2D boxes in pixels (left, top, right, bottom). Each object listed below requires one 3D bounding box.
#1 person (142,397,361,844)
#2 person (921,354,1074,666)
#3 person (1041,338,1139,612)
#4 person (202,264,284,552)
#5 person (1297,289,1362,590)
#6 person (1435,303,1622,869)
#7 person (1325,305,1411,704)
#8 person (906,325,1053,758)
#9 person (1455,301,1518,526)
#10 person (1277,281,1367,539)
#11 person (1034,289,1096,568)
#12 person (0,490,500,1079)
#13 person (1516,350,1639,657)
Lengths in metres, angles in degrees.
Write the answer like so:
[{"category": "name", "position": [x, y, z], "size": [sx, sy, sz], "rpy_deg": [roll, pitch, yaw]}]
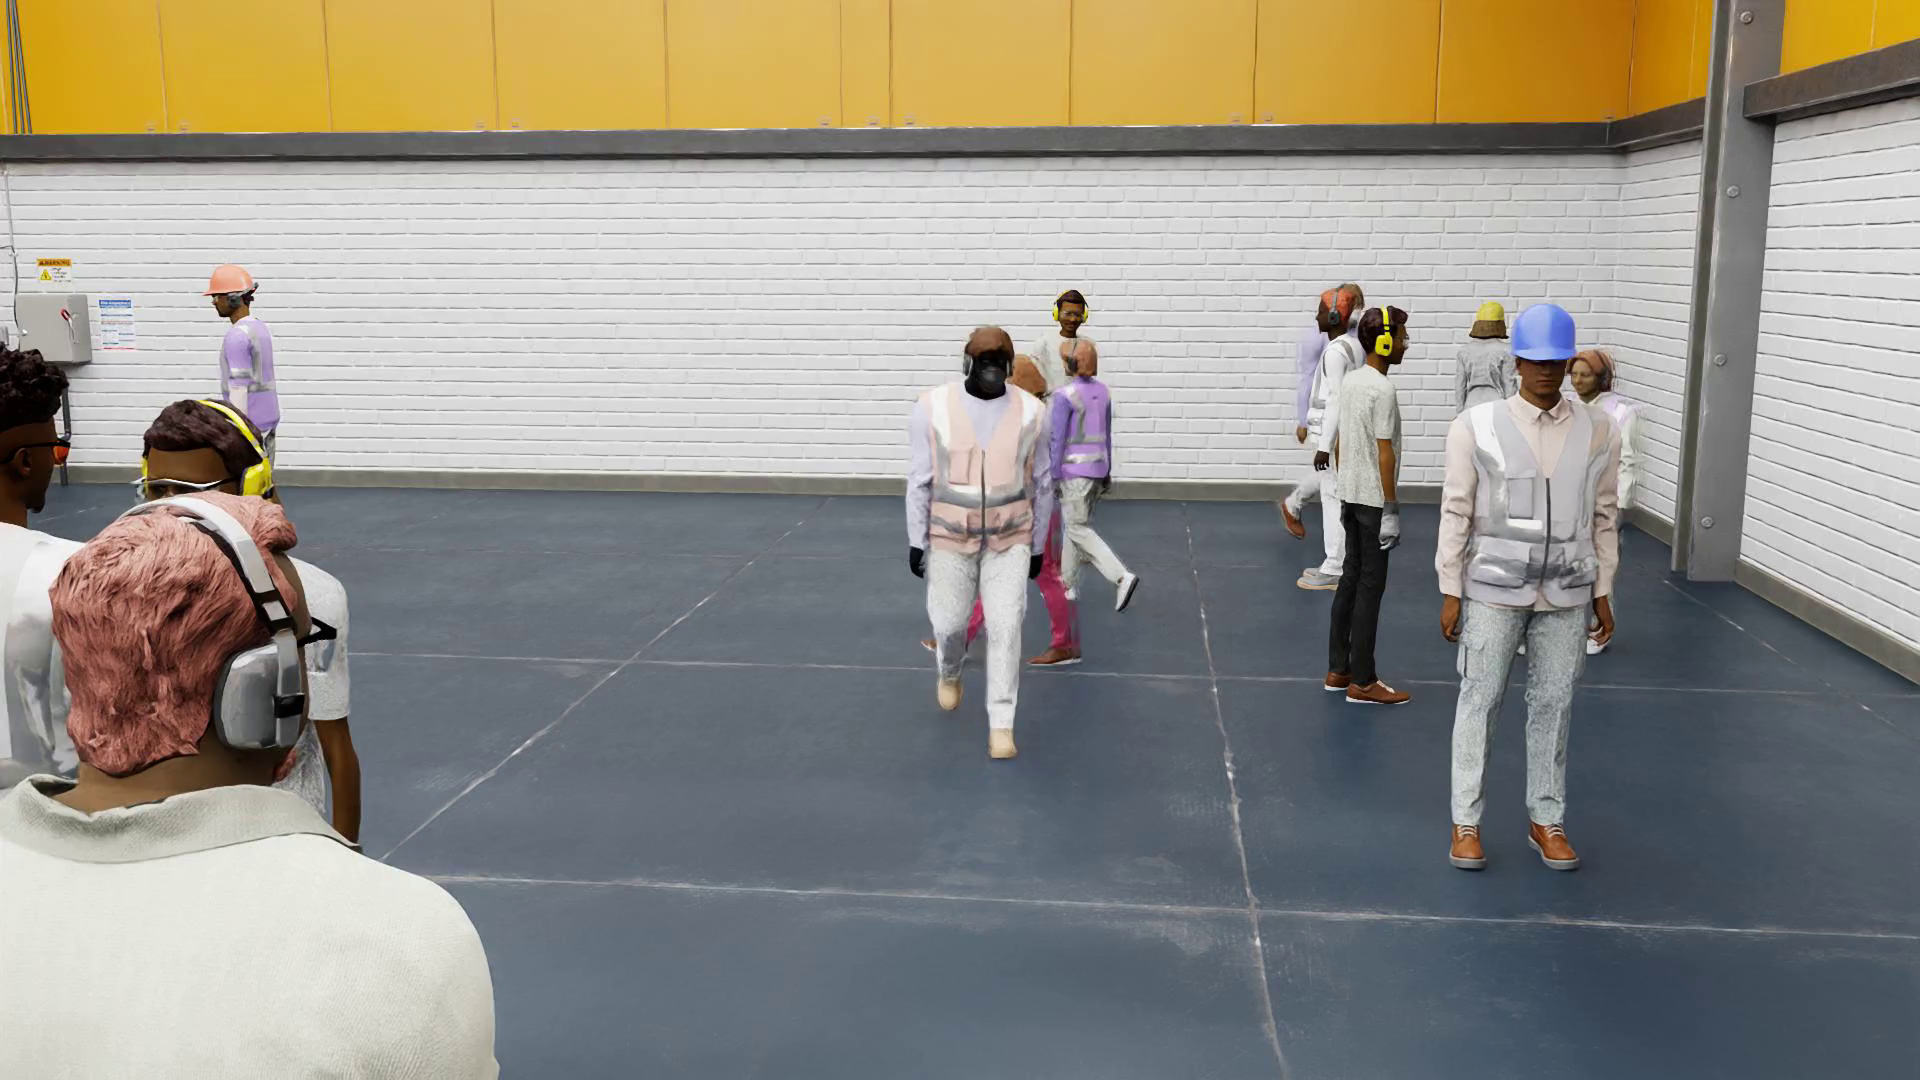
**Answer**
[{"category": "person", "position": [-1.399, 0.648, 3.237], "size": [0.523, 1.860, 0.317], "rpy_deg": [3, 10, 18]}, {"category": "person", "position": [0.212, -0.129, 8.420], "size": [0.836, 1.597, 0.508], "rpy_deg": [-3, 10, -16]}, {"category": "person", "position": [0.767, -0.383, 9.846], "size": [0.729, 1.616, 0.527], "rpy_deg": [8, 13, 39]}, {"category": "person", "position": [-4.632, -0.756, 10.781], "size": [0.403, 2.035, 0.603], "rpy_deg": [-1, 10, -7]}, {"category": "person", "position": [2.342, -0.626, 10.453], "size": [0.355, 1.883, 0.574], "rpy_deg": [4, 11, 20]}, {"category": "person", "position": [1.945, 0.169, 5.705], "size": [0.614, 1.946, 0.390], "rpy_deg": [0, 10, 1]}, {"category": "person", "position": [1.944, -0.167, 7.857], "size": [0.311, 1.869, 0.534], "rpy_deg": [-2, 10, -11]}, {"category": "person", "position": [0.083, -0.021, 7.170], "size": [0.634, 1.818, 0.720], "rpy_deg": [-1, 10, -3]}, {"category": "person", "position": [3.979, -0.929, 12.580], "size": [0.486, 1.745, 0.295], "rpy_deg": [9, 13, 42]}, {"category": "person", "position": [2.611, -0.864, 11.742], "size": [0.631, 1.917, 0.563], "rpy_deg": [-6, 12, -32]}, {"category": "person", "position": [0.722, -0.747, 11.201], "size": [0.520, 1.865, 0.332], "rpy_deg": [-6, 12, -31]}, {"category": "person", "position": [-0.697, 0.900, 1.644], "size": [0.654, 1.906, 0.407], "rpy_deg": [2, 10, 10]}, {"category": "person", "position": [3.184, -0.160, 8.544], "size": [0.530, 1.605, 0.780], "rpy_deg": [9, 14, 43]}]
